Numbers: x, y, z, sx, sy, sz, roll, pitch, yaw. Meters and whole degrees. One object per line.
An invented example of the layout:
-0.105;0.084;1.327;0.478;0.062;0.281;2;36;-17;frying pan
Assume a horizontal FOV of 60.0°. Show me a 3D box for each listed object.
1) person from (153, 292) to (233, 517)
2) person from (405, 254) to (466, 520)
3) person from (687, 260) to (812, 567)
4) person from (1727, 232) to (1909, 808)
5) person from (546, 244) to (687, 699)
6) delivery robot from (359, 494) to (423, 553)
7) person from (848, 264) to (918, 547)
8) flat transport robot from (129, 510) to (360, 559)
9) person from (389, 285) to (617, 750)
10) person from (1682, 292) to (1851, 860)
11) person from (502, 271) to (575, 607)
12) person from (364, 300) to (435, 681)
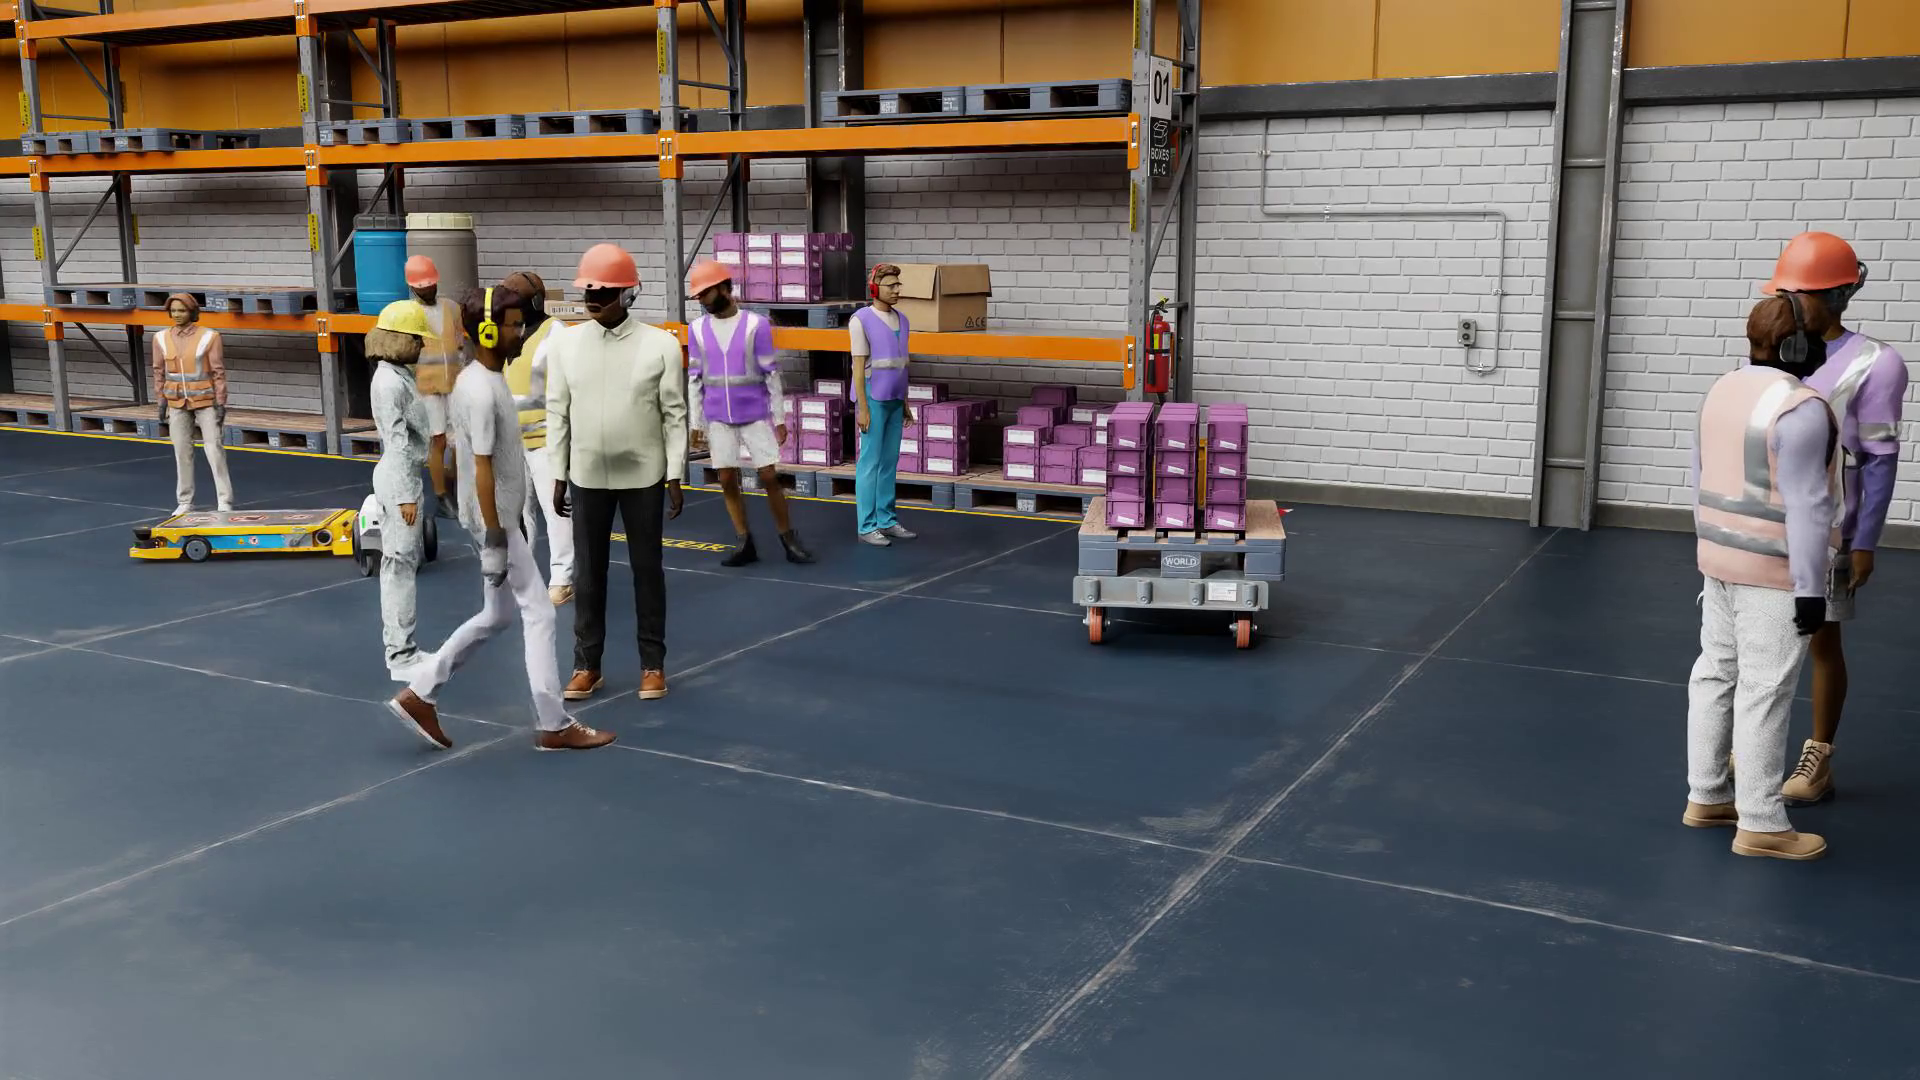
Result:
-5.544;-0.970;12.025;0.514;1.629;0.318;0;10;-1;person
-3.704;-1.064;11.793;0.402;1.900;0.596;9;14;40;person
-1.310;-0.755;10.146;0.721;1.884;0.436;1;10;8;person
2.995;-0.065;5.945;0.394;2.037;0.605;-5;12;-26;person
-1.497;-0.284;7.266;0.612;1.991;0.392;0;10;0;person
-3.464;-0.136;10.134;0.477;0.478;0.707;-3;11;-16;delivery robot
-0.522;-0.895;11.011;0.390;1.847;0.566;6;12;30;person
-4.480;-0.050;10.698;1.431;0.197;0.652;-1;10;-7;flat transport robot
-1.823;-0.064;6.480;0.747;1.851;0.558;-4;11;-20;person
2.664;0.113;5.499;0.430;1.845;0.619;-1;10;-5;person
-2.359;-0.549;9.146;0.621;1.838;0.429;5;12;26;person
-2.536;-0.226;7.648;0.306;1.736;0.484;-4;11;-20;person
